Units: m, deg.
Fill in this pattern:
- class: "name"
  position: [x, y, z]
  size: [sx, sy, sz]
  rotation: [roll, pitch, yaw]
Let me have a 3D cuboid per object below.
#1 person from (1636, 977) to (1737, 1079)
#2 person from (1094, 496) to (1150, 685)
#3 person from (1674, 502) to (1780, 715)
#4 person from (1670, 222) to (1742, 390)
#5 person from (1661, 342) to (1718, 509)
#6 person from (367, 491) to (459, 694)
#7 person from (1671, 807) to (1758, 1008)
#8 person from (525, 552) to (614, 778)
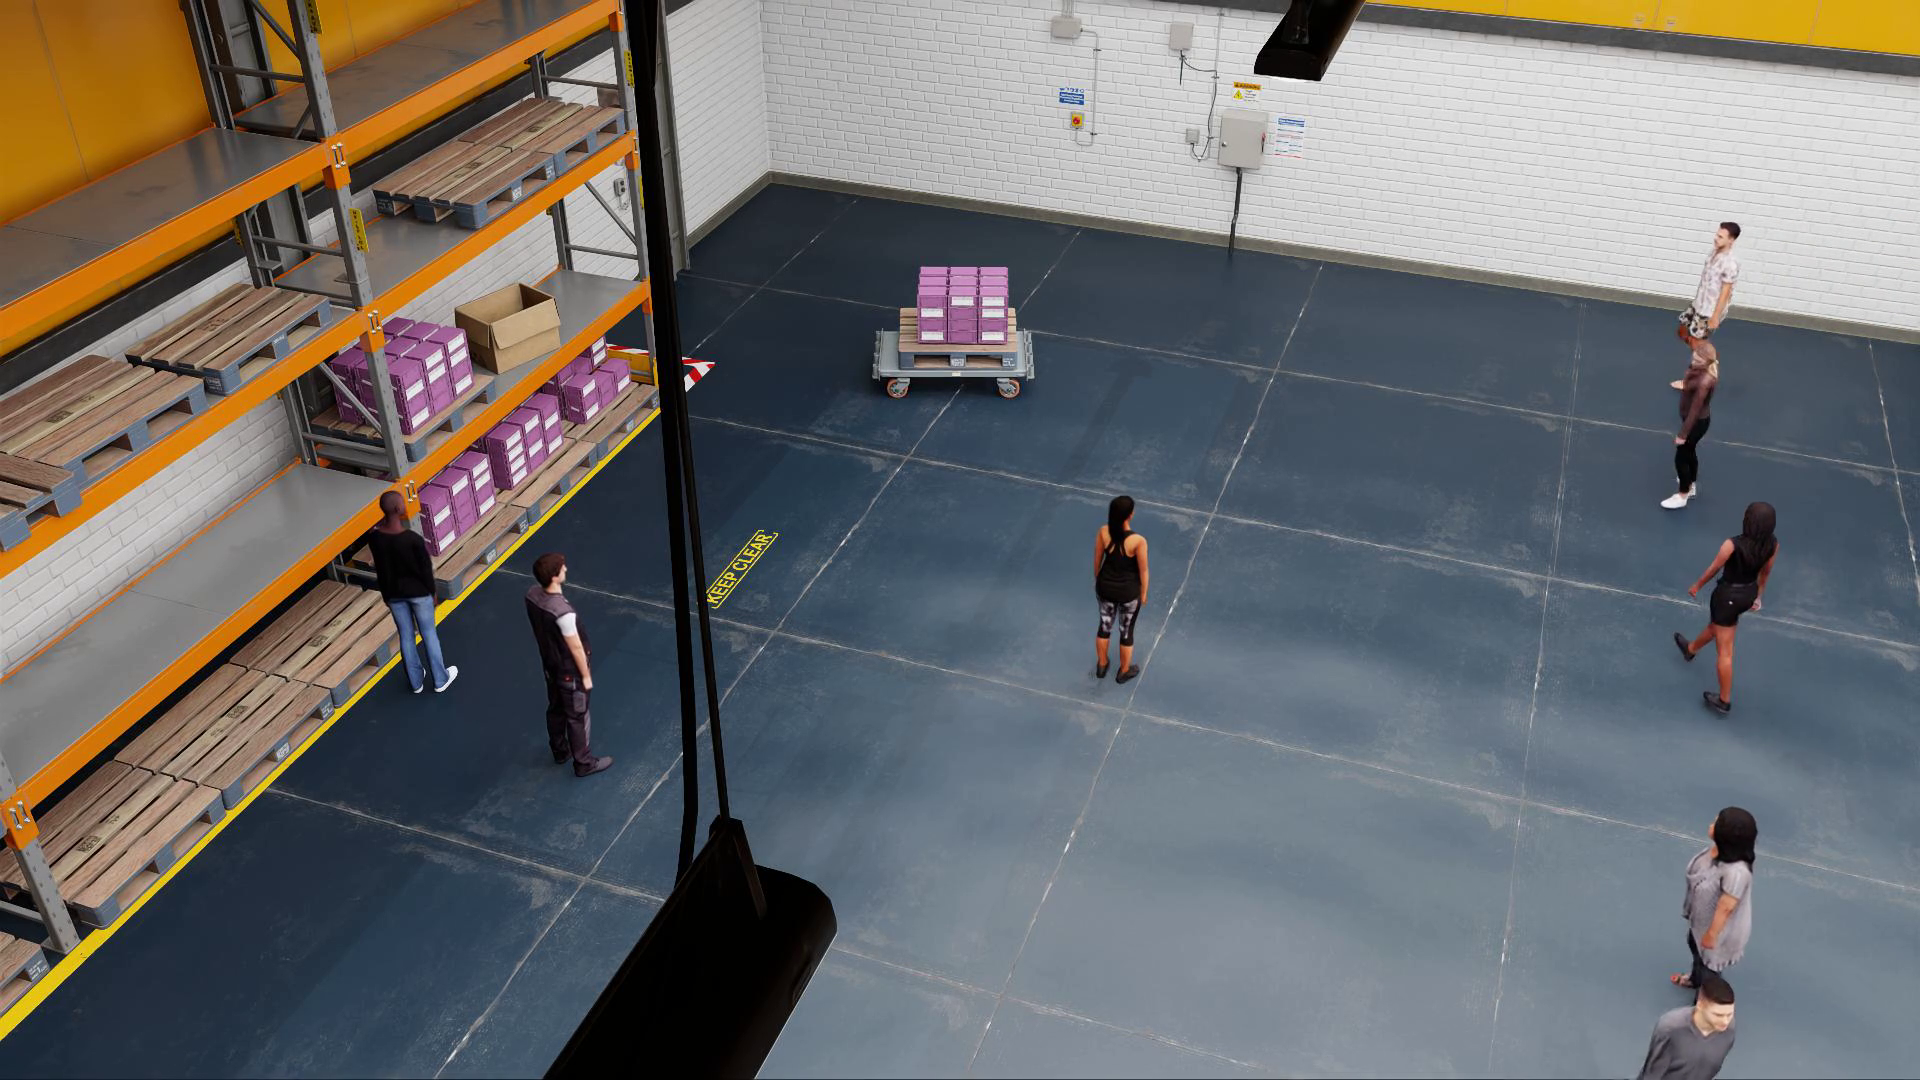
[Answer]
- class: "person"
  position: [3.766, 2.905, 8.941]
  size: [0.909, 1.719, 1.212]
  rotation: [-1, 34, -2]
- class: "person"
  position: [1.221, 0.363, 12.812]
  size: [0.610, 1.666, 0.541]
  rotation: [16, 37, 23]
- class: "person"
  position: [5.869, 0.538, 12.522]
  size: [1.032, 1.696, 1.185]
  rotation: [-10, 35, -15]
- class: "person"
  position: [7.647, -2.367, 16.798]
  size: [0.866, 1.800, 0.794]
  rotation: [0, 34, 0]
- class: "person"
  position: [6.624, -1.043, 14.921]
  size: [0.864, 1.673, 0.551]
  rotation: [21, 39, 29]
- class: "person"
  position: [-4.201, 0.411, 12.669]
  size: [0.654, 1.746, 0.634]
  rotation: [1, 34, 2]
- class: "person"
  position: [4.579, 2.259, 10.020]
  size: [0.674, 1.599, 0.579]
  rotation: [13, 36, 19]
- class: "person"
  position: [-2.836, 0.879, 11.873]
  size: [0.745, 1.848, 0.720]
  rotation: [27, 42, 34]
